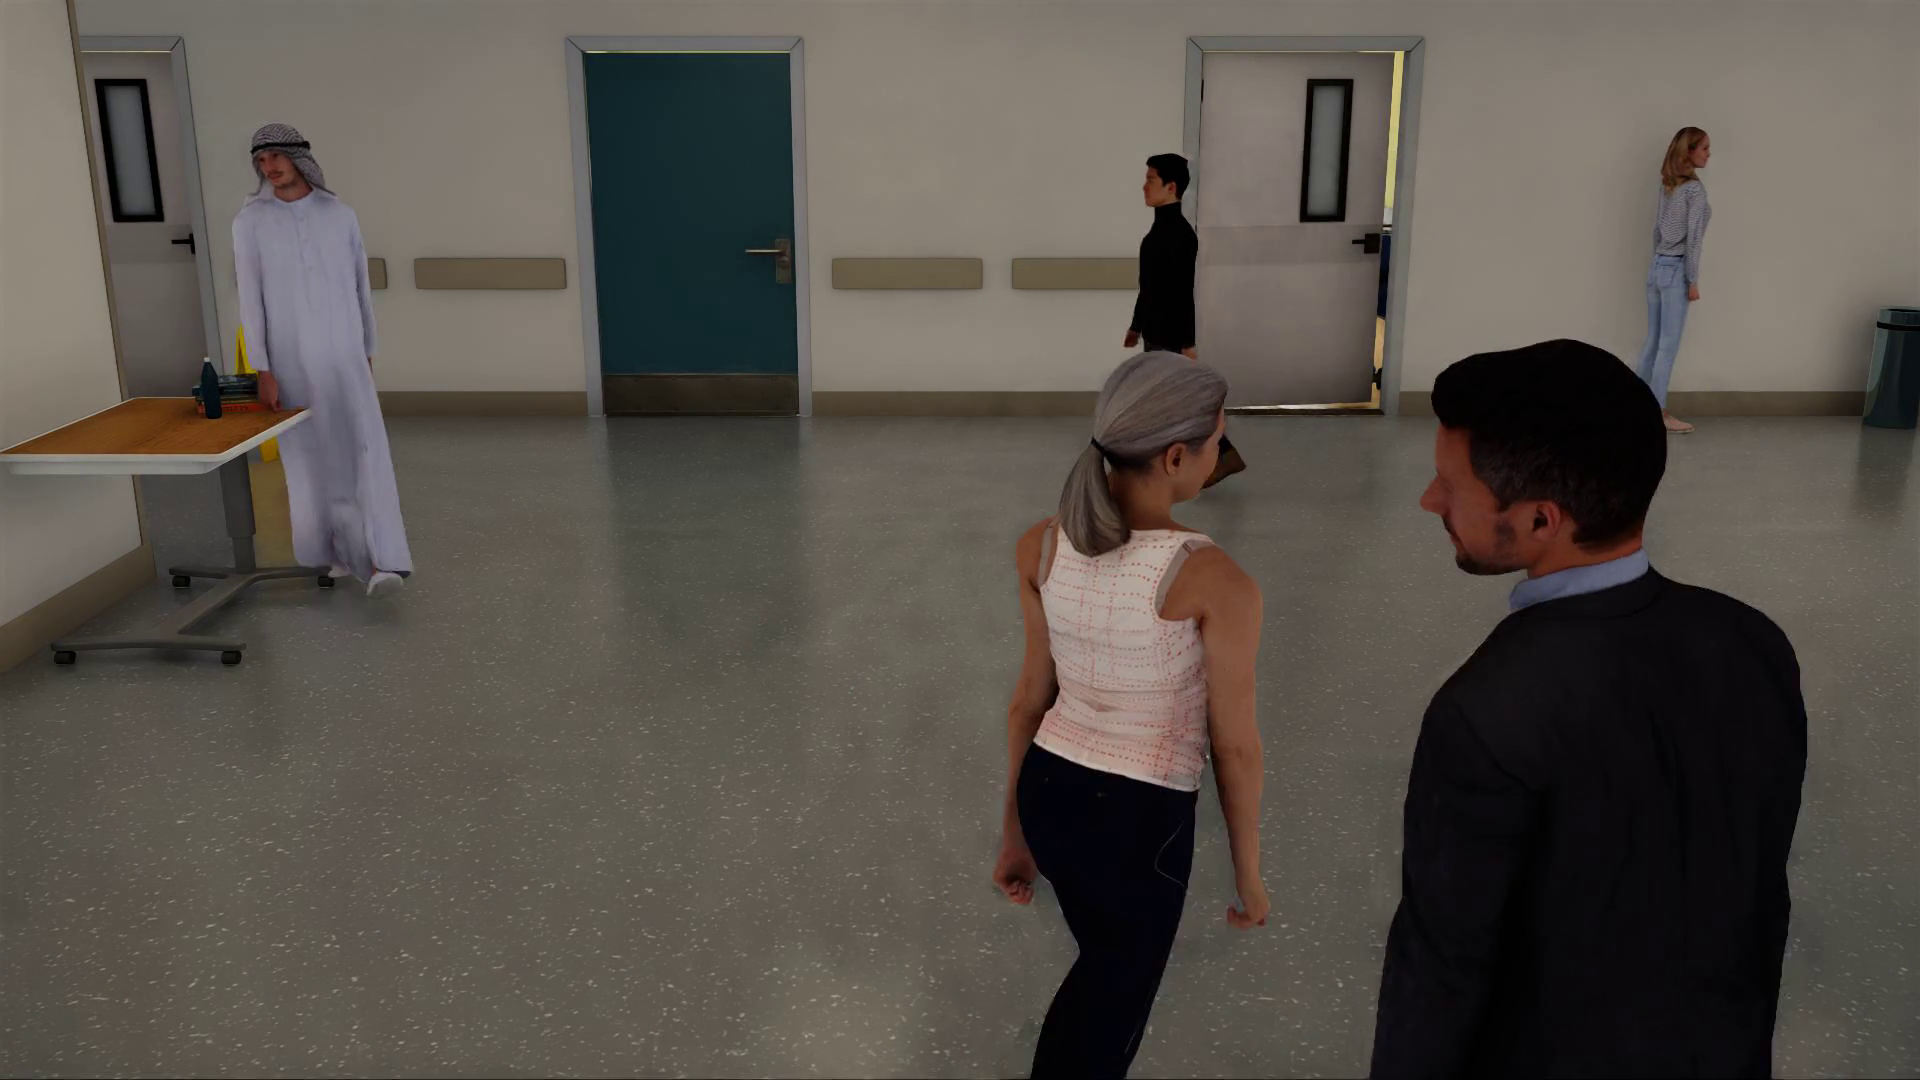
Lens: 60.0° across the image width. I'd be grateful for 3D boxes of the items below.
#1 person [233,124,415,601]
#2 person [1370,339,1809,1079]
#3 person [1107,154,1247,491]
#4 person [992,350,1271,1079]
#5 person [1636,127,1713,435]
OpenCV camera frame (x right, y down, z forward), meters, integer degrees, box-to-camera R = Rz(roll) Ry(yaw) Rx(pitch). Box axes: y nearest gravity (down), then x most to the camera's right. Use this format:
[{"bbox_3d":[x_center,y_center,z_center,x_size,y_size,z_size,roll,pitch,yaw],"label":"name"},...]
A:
[{"bbox_3d":[-2.644,-0.690,6.749,1.279,1.871,1.209,-11,19,-34],"label":"person"},{"bbox_3d":[0.714,0.699,1.877,0.791,1.842,0.882,-3,16,-11],"label":"person"},{"bbox_3d":[1.106,-1.042,8.317,1.074,1.698,0.639,0,16,-1],"label":"person"},{"bbox_3d":[0.200,0.554,2.687,0.736,1.681,0.800,13,20,38],"label":"person"},{"bbox_3d":[4.251,-1.548,9.937,0.510,1.792,0.596,-1,16,-4],"label":"person"}]
